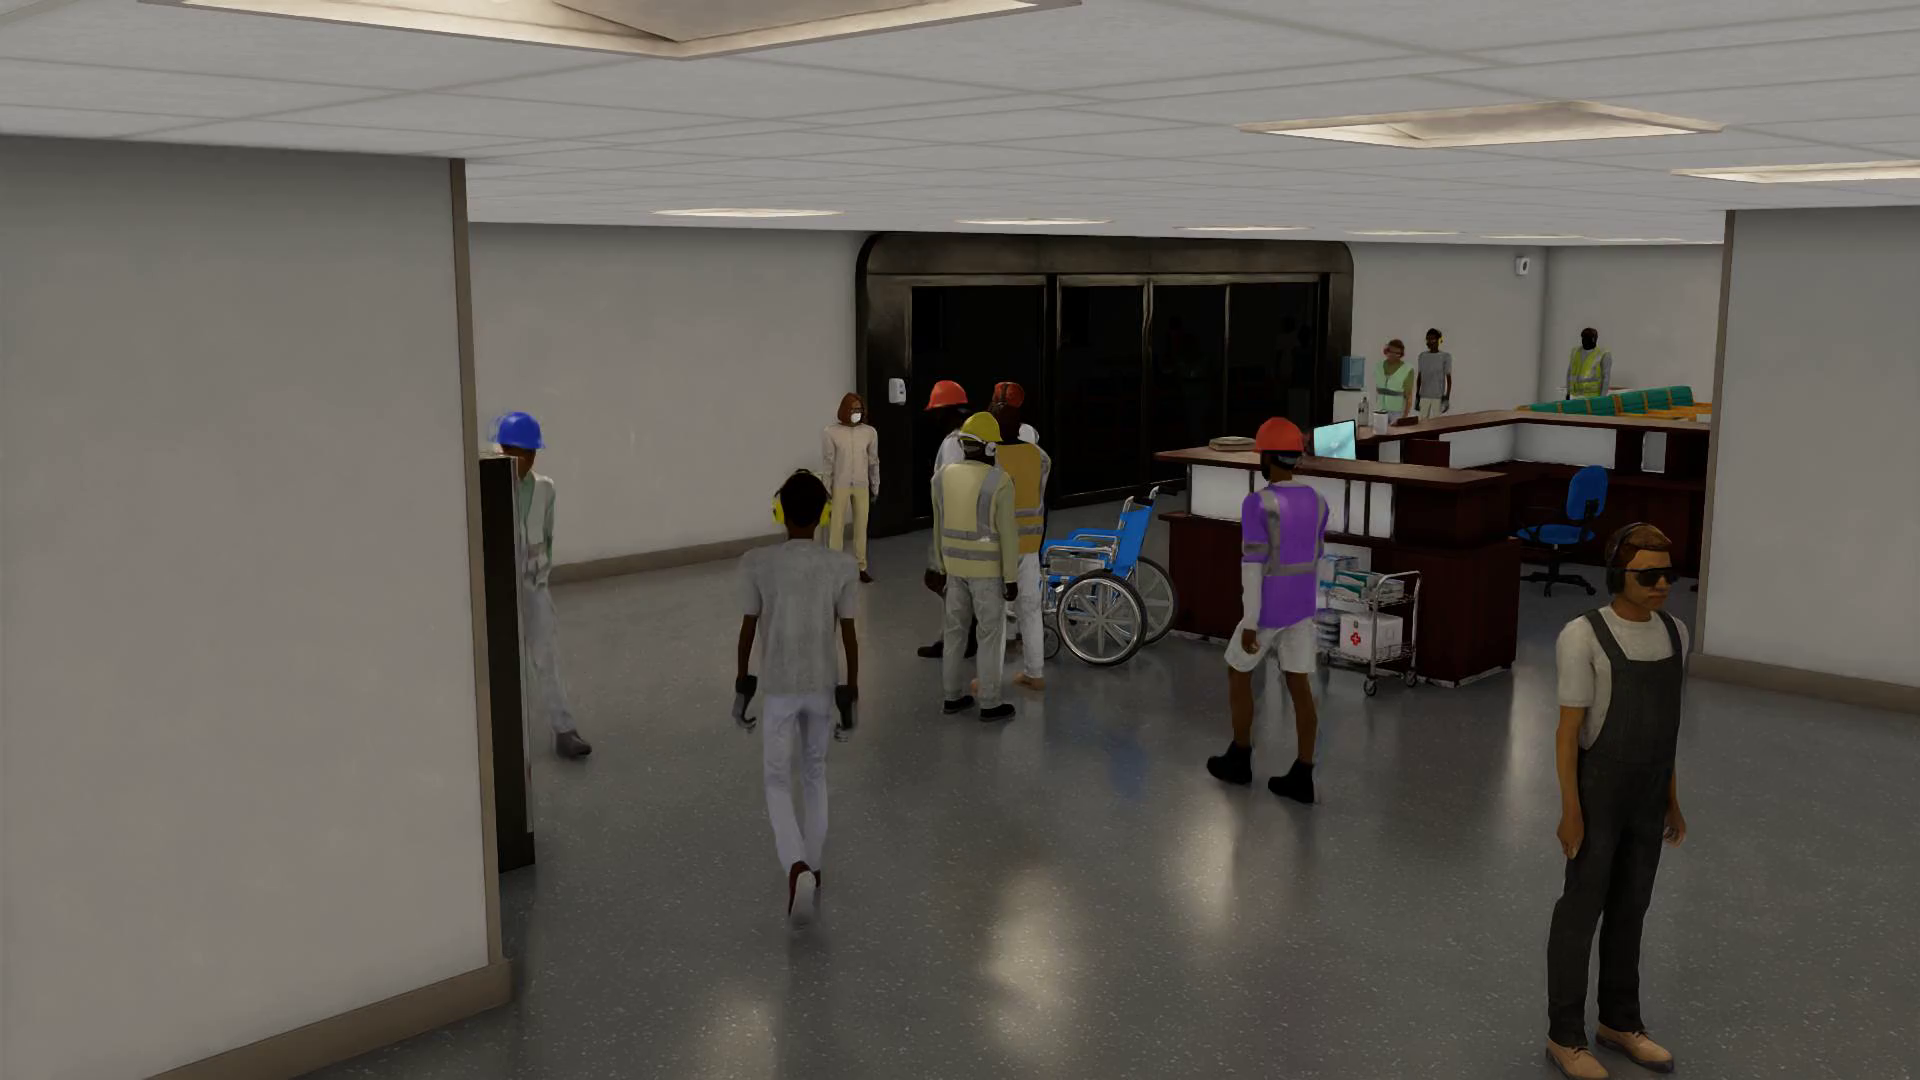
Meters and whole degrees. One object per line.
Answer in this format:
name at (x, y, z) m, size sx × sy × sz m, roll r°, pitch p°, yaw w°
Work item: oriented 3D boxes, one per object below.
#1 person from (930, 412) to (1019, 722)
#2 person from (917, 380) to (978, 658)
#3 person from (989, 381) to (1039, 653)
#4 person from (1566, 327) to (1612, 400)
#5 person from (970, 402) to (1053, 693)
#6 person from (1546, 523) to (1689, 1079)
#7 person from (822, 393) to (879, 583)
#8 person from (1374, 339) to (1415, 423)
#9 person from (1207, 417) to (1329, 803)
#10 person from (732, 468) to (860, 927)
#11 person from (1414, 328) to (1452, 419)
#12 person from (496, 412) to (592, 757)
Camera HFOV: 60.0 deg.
person at (0.109, 0.157, 9.817) m, size 0.595 × 1.823 × 0.403 m, roll 7°, pitch 12°, yaw 37°
person at (-0.038, -0.117, 11.225) m, size 0.473 × 1.915 × 0.569 m, roll 2°, pitch 9°, yaw 11°
person at (0.333, -0.158, 11.554) m, size 0.355 × 1.884 × 0.575 m, roll 5°, pitch 11°, yaw 29°
person at (8.752, -2.045, 23.257) m, size 0.430 × 1.845 × 0.620 m, roll -8°, pitch 12°, yaw -39°
person at (0.287, 0.058, 10.417) m, size 0.626 × 1.834 × 0.431 m, roll -6°, pitch 11°, yaw -33°
person at (2.167, 0.856, 5.451) m, size 0.508 × 1.846 × 0.345 m, roll -4°, pitch 10°, yaw -24°
person at (-0.916, -0.428, 14.021) m, size 0.504 × 1.627 × 0.285 m, roll -4°, pitch 10°, yaw -23°
person at (5.315, -1.558, 20.385) m, size 0.546 × 1.797 × 0.593 m, roll -9°, pitch 13°, yaw -43°
person at (1.566, 0.333, 8.446) m, size 0.565 × 1.906 × 0.816 m, roll -5°, pitch 11°, yaw -30°
person at (-0.660, 0.634, 6.838) m, size 0.527 × 1.845 × 0.790 m, roll -2°, pitch 10°, yaw -15°
person at (6.316, -1.894, 22.245) m, size 0.514 × 1.872 × 0.332 m, roll 9°, pitch 13°, yaw 42°
person at (-2.458, 0.243, 9.123) m, size 0.991 × 1.894 × 0.608 m, roll 9°, pitch 13°, yaw 43°
